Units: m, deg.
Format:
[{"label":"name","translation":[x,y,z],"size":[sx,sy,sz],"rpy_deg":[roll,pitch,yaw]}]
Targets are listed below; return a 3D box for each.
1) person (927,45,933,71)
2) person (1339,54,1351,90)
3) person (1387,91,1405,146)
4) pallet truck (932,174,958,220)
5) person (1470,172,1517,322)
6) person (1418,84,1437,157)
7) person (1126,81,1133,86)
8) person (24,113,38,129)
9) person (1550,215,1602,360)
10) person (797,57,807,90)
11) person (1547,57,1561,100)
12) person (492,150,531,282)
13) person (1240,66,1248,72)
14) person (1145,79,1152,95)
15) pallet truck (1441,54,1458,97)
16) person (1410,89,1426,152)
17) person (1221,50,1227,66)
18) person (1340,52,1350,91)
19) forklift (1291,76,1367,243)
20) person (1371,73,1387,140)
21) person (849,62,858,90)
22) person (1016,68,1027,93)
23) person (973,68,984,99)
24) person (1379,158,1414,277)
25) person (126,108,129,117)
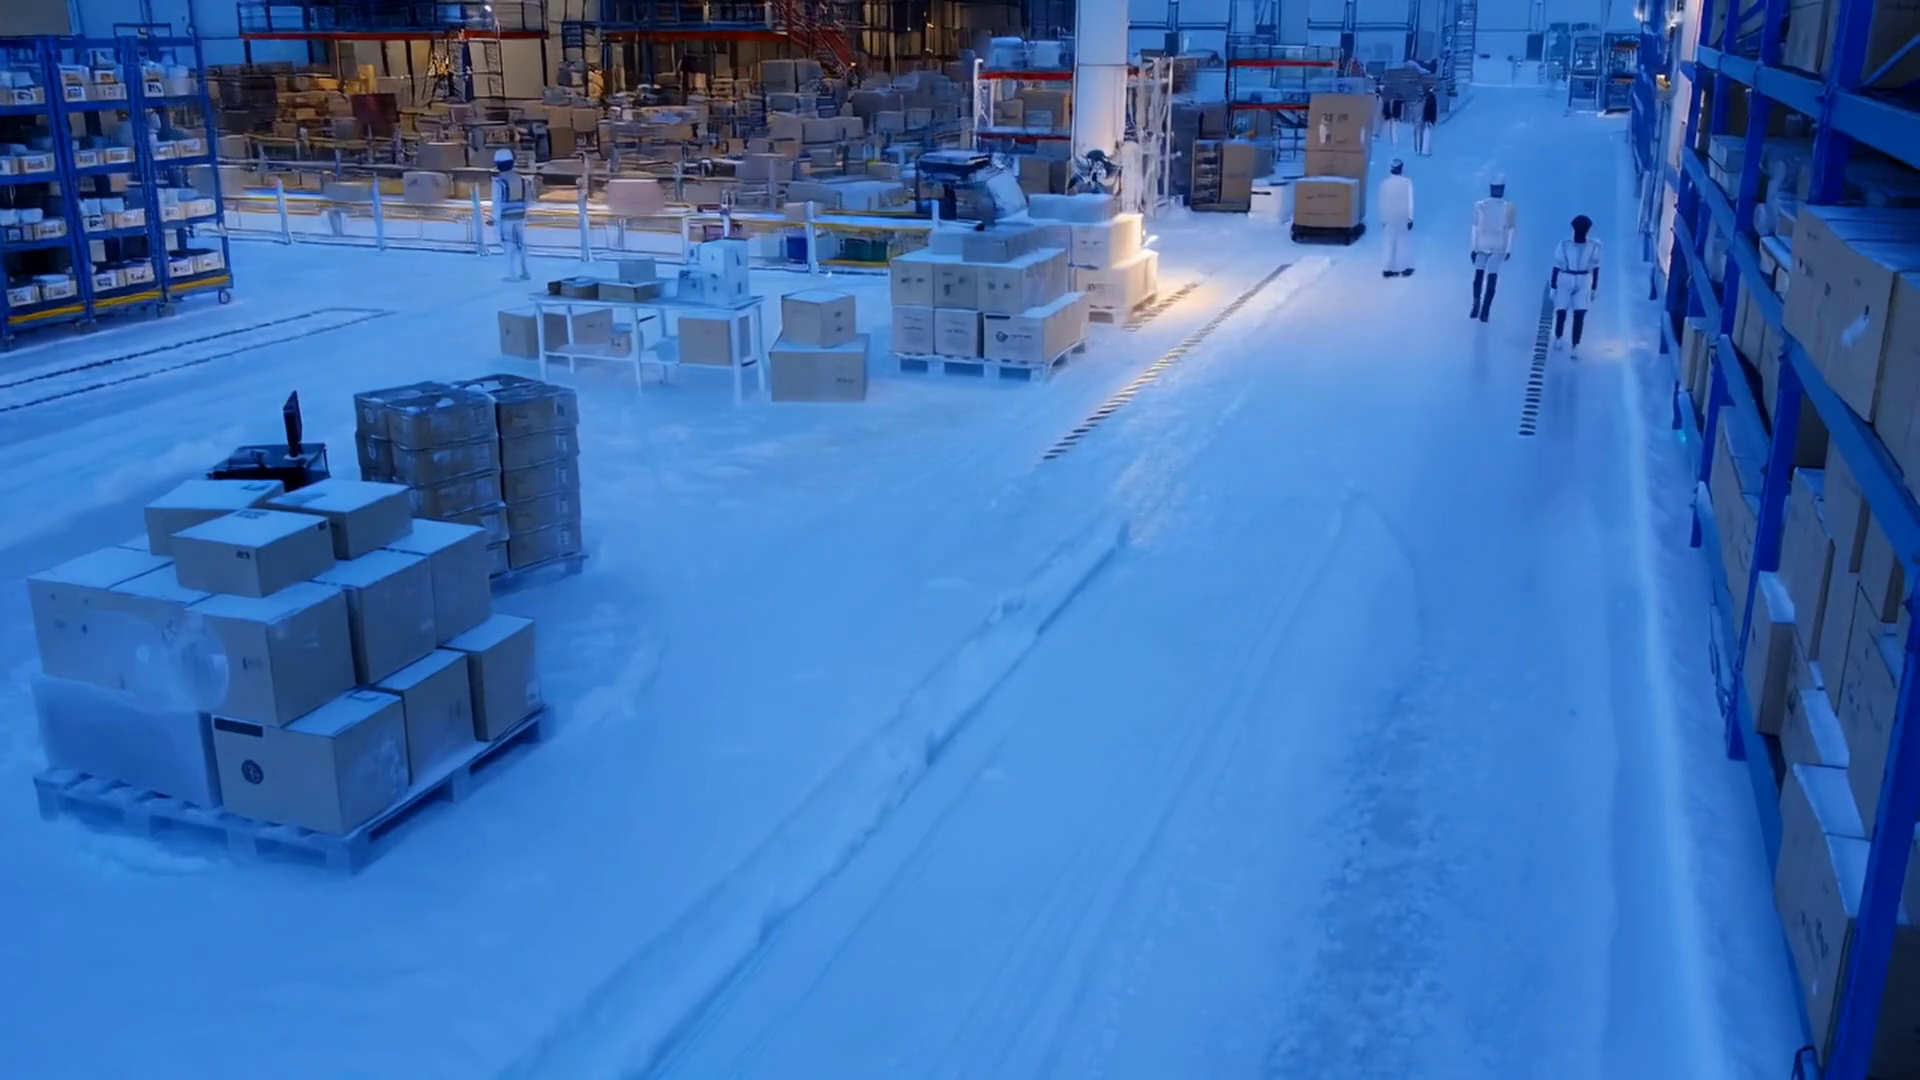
[{"label":"person","translation":[-1.878,-28.347,98.684],"size":[0.651,1.980,0.625],"rpy_deg":[0,18,-1]},{"label":"person","translation":[19.724,-24.008,85.276],"size":[0.622,1.845,0.430],"rpy_deg":[5,18,16]},{"label":"person","translation":[13.158,-12.749,50.261],"size":[0.504,1.609,0.686],"rpy_deg":[4,18,14]},{"label":"pallet truck","translation":[-0.507,-5.292,27.348],"size":[0.653,1.274,1.630],"rpy_deg":[6,19,19]},{"label":"person","translation":[6.969,-3.837,21.778],"size":[0.546,1.912,0.683],"rpy_deg":[6,19,19]},{"label":"person","translation":[13.008,-11.636,46.153],"size":[0.377,1.995,0.611],"rpy_deg":[9,20,26]},{"label":"person","translation":[6.278,-16.650,62.299],"size":[0.538,1.748,0.491],"rpy_deg":[-10,20,-29]},{"label":"person","translation":[-31.795,-14.914,56.608],"size":[0.639,1.902,0.407],"rpy_deg":[-9,20,-27]},{"label":"person","translation":[7.211,-3.000,19.552],"size":[0.538,1.672,0.788],"rpy_deg":[5,18,15]},{"label":"person","translation":[-7.491,-22.018,79.063],"size":[0.625,1.823,0.986],"rpy_deg":[11,21,30]},{"label":"person","translation":[27.282,-21.153,76.242],"size":[0.600,1.874,0.962],"rpy_deg":[-4,18,-13]},{"label":"person","translation":[-6.731,-4.843,24.912],"size":[0.417,1.940,0.601],"rpy_deg":[11,21,31]},{"label":"person","translation":[11.756,-18.815,68.872],"size":[0.385,1.906,0.629],"rpy_deg":[11,21,30]},{"label":"person","translation":[6.408,-14.947,57.058],"size":[0.323,1.690,0.536],"rpy_deg":[-11,21,-31]},{"label":"pallet truck","translation":[22.765,-21.886,78.355],"size":[0.823,1.965,1.885],"rpy_deg":[-4,18,-14]},{"label":"person","translation":[13.269,-12.103,48.001],"size":[0.536,1.755,0.484],"rpy_deg":[6,18,17]},{"label":"person","translation":[13.893,-24.694,87.275],"size":[0.404,1.951,0.616],"rpy_deg":[-10,20,-28]},{"label":"person","translation":[19.633,-23.846,84.632],"size":[0.593,1.923,0.386],"rpy_deg":[-12,21,-34]},{"label":"forklift","translation":[6.598,-6.755,29.381],"size":[1.129,2.768,1.873],"rpy_deg":[6,19,19]},{"label":"person","translation":[13.117,-13.672,52.478],"size":[0.536,2.000,0.682],"rpy_deg":[-5,18,-15]},{"label":"person","translation":[-4.324,-18.434,67.608],"size":[0.375,1.935,0.550],"rpy_deg":[-1,18,-2]},{"label":"person","translation":[2.421,-18.034,66.526],"size":[0.734,1.840,0.549],"rpy_deg":[16,24,41]},{"label":"person","translation":[0.715,-16.151,60.430],"size":[0.805,1.943,0.611],"rpy_deg":[8,19,24]},{"label":"person","translation":[6.707,-4.926,25.432],"size":[0.661,1.771,0.734],"rpy_deg":[15,23,38]},{"label":"person","translation":[-27.060,-14.298,54.534],"size":[1.053,1.999,0.611],"rpy_deg":[1,18,3]}]
